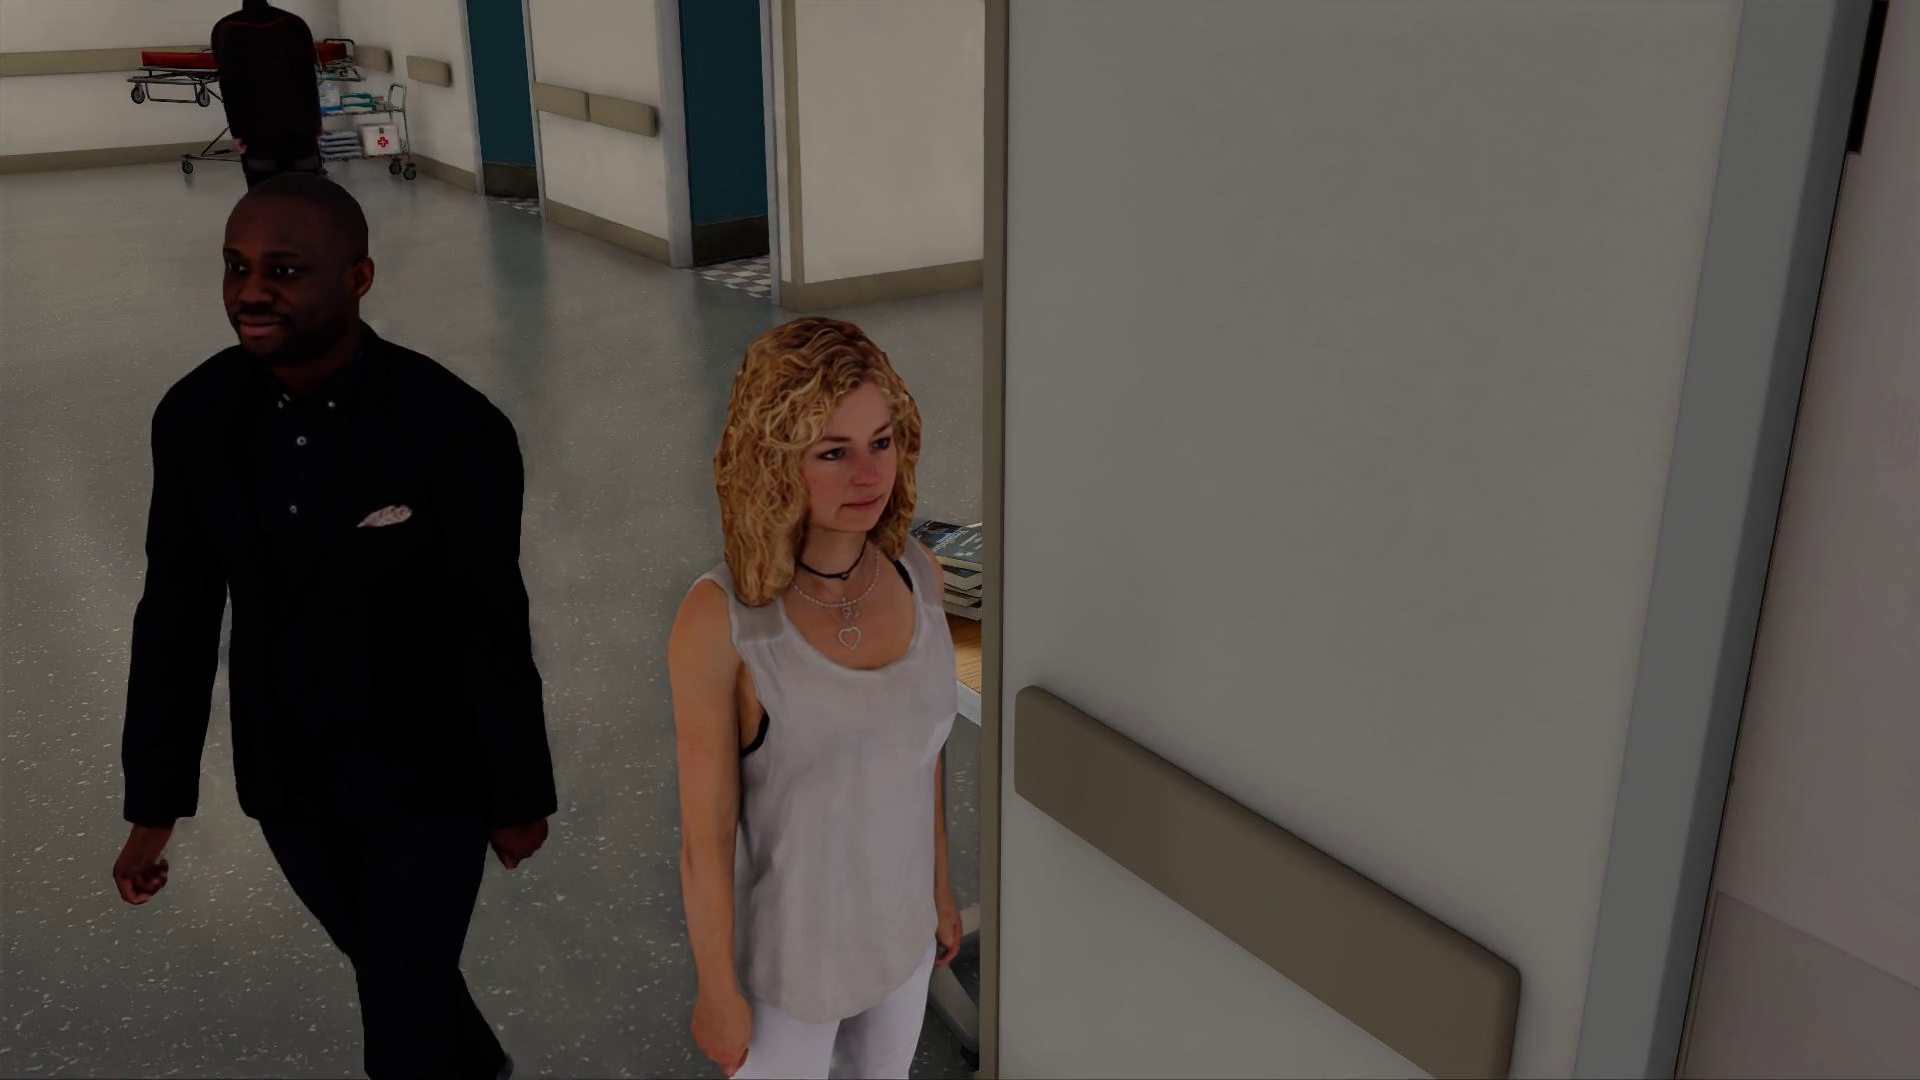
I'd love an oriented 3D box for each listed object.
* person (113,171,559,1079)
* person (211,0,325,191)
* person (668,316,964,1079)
[{"bbox_3d":[-0.853,0.349,2.560,1.116,1.784,1.113,7,22,18],"label":"person"},{"bbox_3d":[-3.763,-2.245,9.249,0.697,1.896,0.871,-13,24,-30],"label":"person"},{"bbox_3d":[-0.186,0.508,2.301,0.634,1.669,0.583,-18,27,-40],"label":"person"}]
